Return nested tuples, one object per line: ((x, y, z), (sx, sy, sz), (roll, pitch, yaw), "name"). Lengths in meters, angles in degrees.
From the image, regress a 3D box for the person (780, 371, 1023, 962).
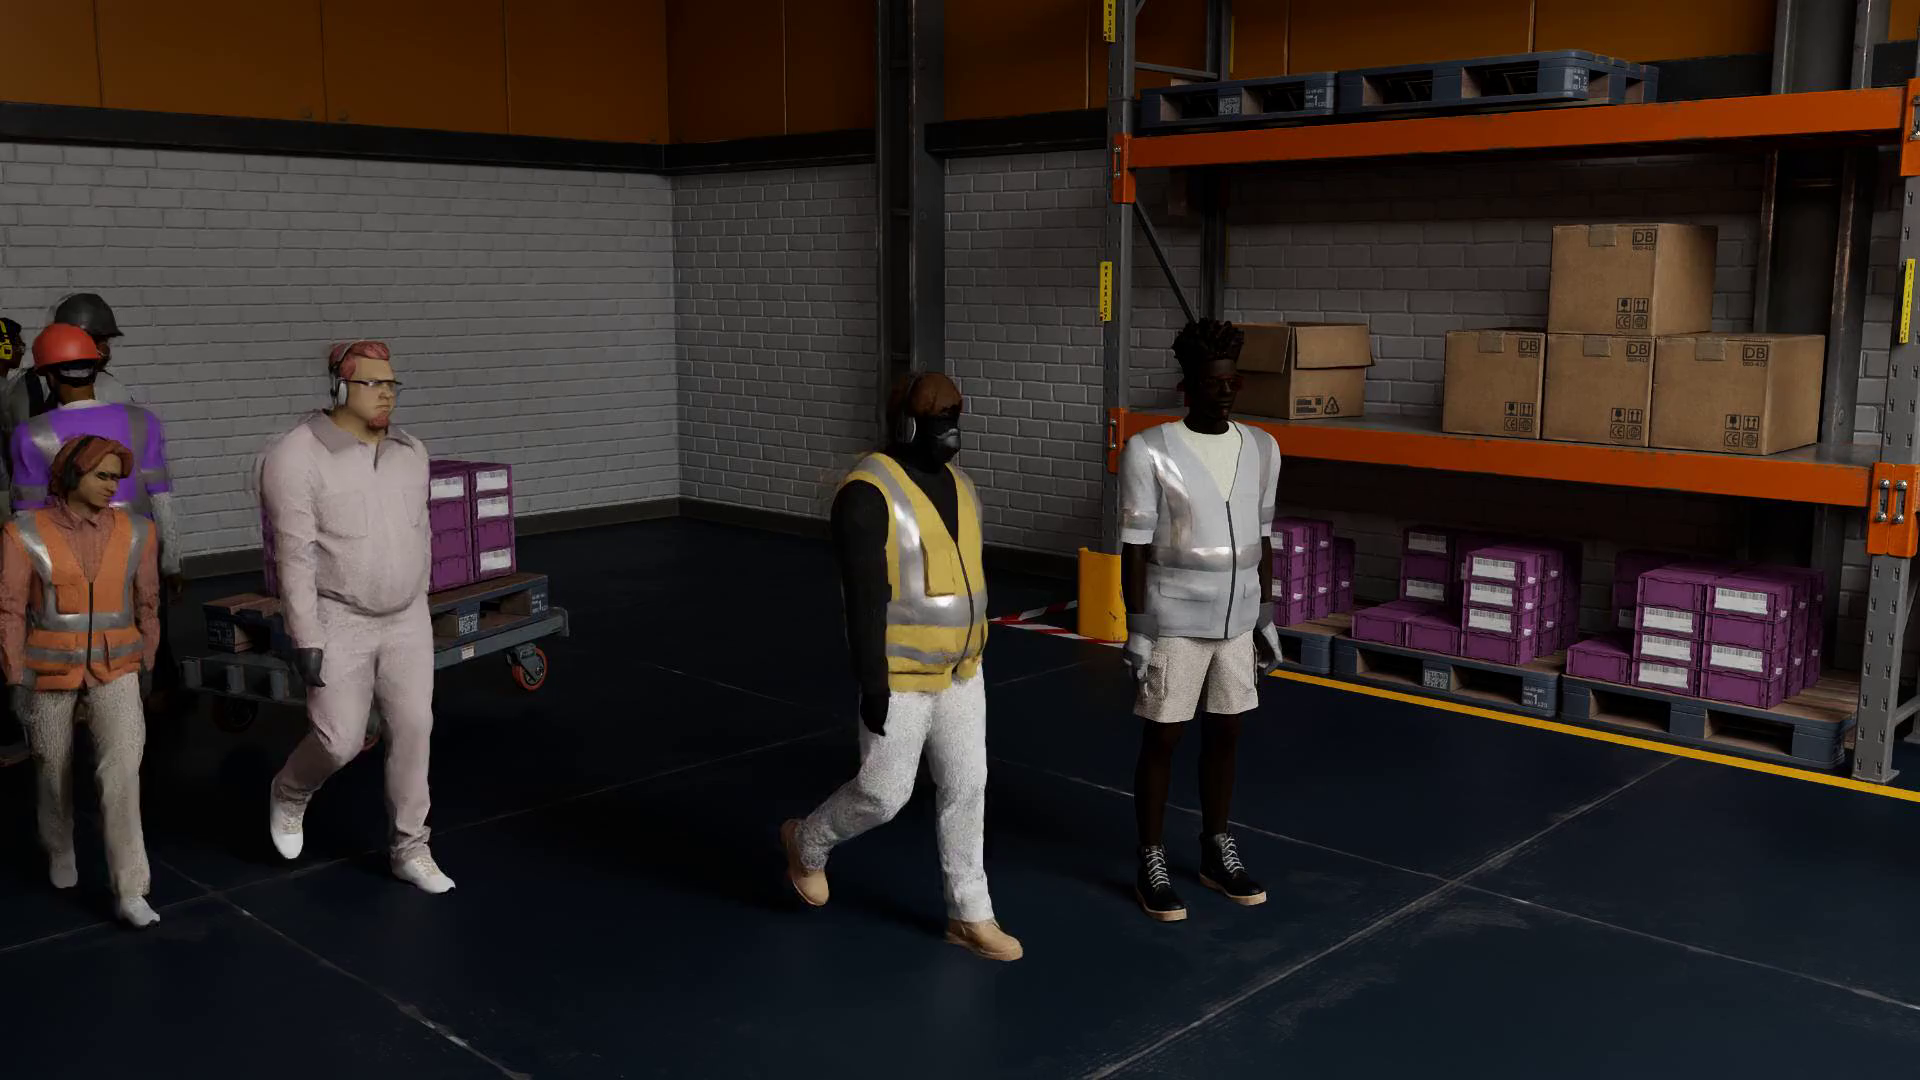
((-0.185, 0.380, 5.170), (0.772, 1.823, 0.626), (8, 12, 39), "person")

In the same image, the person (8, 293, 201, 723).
((-4.026, -0.163, 7.815), (0.698, 2.000, 0.835), (3, 10, 17), "person")

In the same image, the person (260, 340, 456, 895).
((-2.072, 0.262, 5.671), (0.686, 1.888, 0.637), (7, 12, 36), "person")

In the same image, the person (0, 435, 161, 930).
((-2.883, 0.443, 5.484), (0.518, 1.579, 0.903), (-7, 12, -38), "person")

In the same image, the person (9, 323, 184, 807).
((-3.474, 0.092, 6.654), (0.551, 1.903, 0.783), (-9, 13, -44), "person")

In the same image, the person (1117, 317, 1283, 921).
((0.796, 0.255, 5.476), (0.608, 1.965, 0.365), (-4, 10, -25), "person")

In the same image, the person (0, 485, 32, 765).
((-4.175, 0.060, 6.742), (0.634, 1.951, 1.006), (0, 9, 2), "person")

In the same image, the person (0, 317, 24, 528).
((-5.203, -0.270, 9.050), (0.527, 1.857, 0.321), (7, 12, 38), "person")
